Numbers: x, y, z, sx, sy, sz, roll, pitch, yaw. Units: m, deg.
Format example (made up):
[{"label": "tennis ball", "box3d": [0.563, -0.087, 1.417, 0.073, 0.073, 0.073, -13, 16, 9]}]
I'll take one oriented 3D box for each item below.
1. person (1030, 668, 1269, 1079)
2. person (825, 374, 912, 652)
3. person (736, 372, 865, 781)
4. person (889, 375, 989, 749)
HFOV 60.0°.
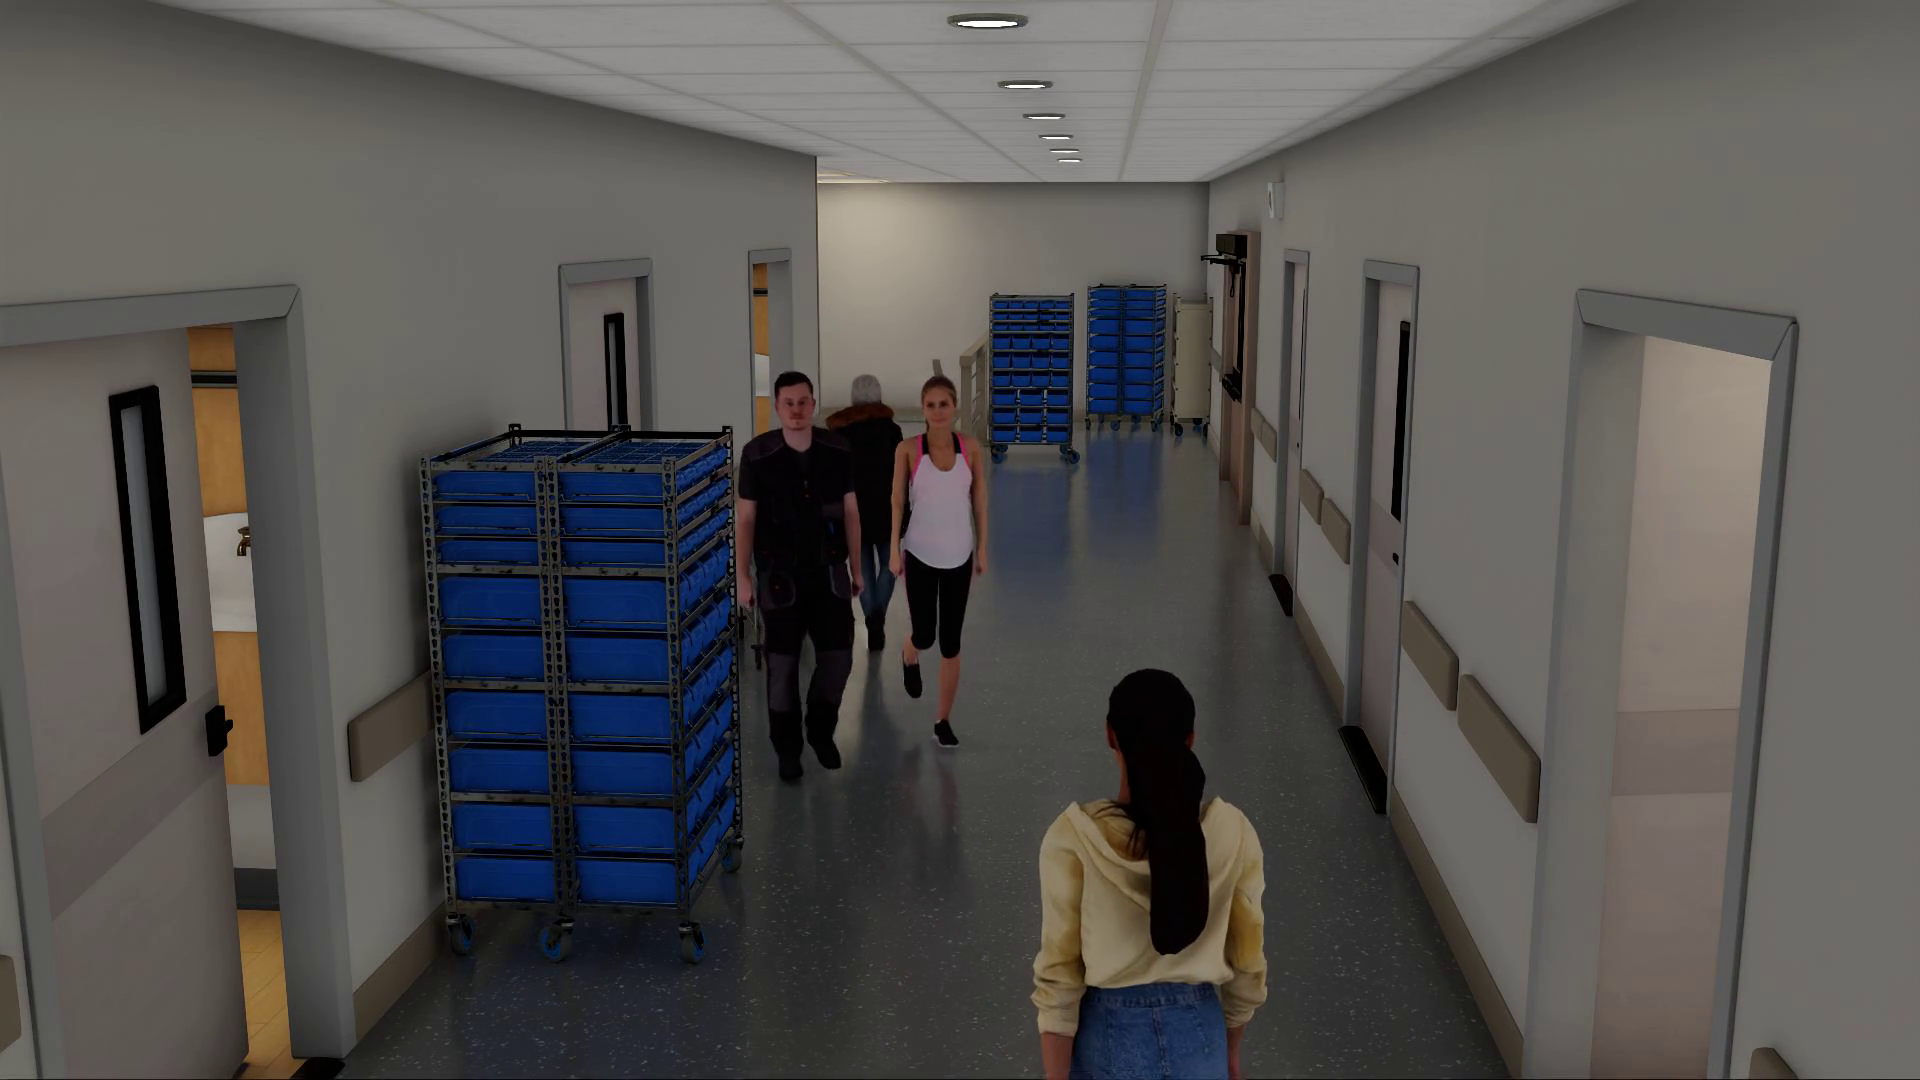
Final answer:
[{"label": "person", "box3d": [0.370, 1.099, 3.222, 0.762, 1.576, 1.114, -1, 11, -5]}, {"label": "person", "box3d": [-0.515, -0.126, 9.563, 0.636, 1.620, 0.831, 1, 11, 6]}, {"label": "person", "box3d": [-0.730, 0.153, 7.514, 0.827, 1.834, 0.774, -3, 11, -16]}, {"label": "person", "box3d": [-0.118, 0.089, 8.027, 0.770, 1.769, 0.988, -2, 11, -9]}]
